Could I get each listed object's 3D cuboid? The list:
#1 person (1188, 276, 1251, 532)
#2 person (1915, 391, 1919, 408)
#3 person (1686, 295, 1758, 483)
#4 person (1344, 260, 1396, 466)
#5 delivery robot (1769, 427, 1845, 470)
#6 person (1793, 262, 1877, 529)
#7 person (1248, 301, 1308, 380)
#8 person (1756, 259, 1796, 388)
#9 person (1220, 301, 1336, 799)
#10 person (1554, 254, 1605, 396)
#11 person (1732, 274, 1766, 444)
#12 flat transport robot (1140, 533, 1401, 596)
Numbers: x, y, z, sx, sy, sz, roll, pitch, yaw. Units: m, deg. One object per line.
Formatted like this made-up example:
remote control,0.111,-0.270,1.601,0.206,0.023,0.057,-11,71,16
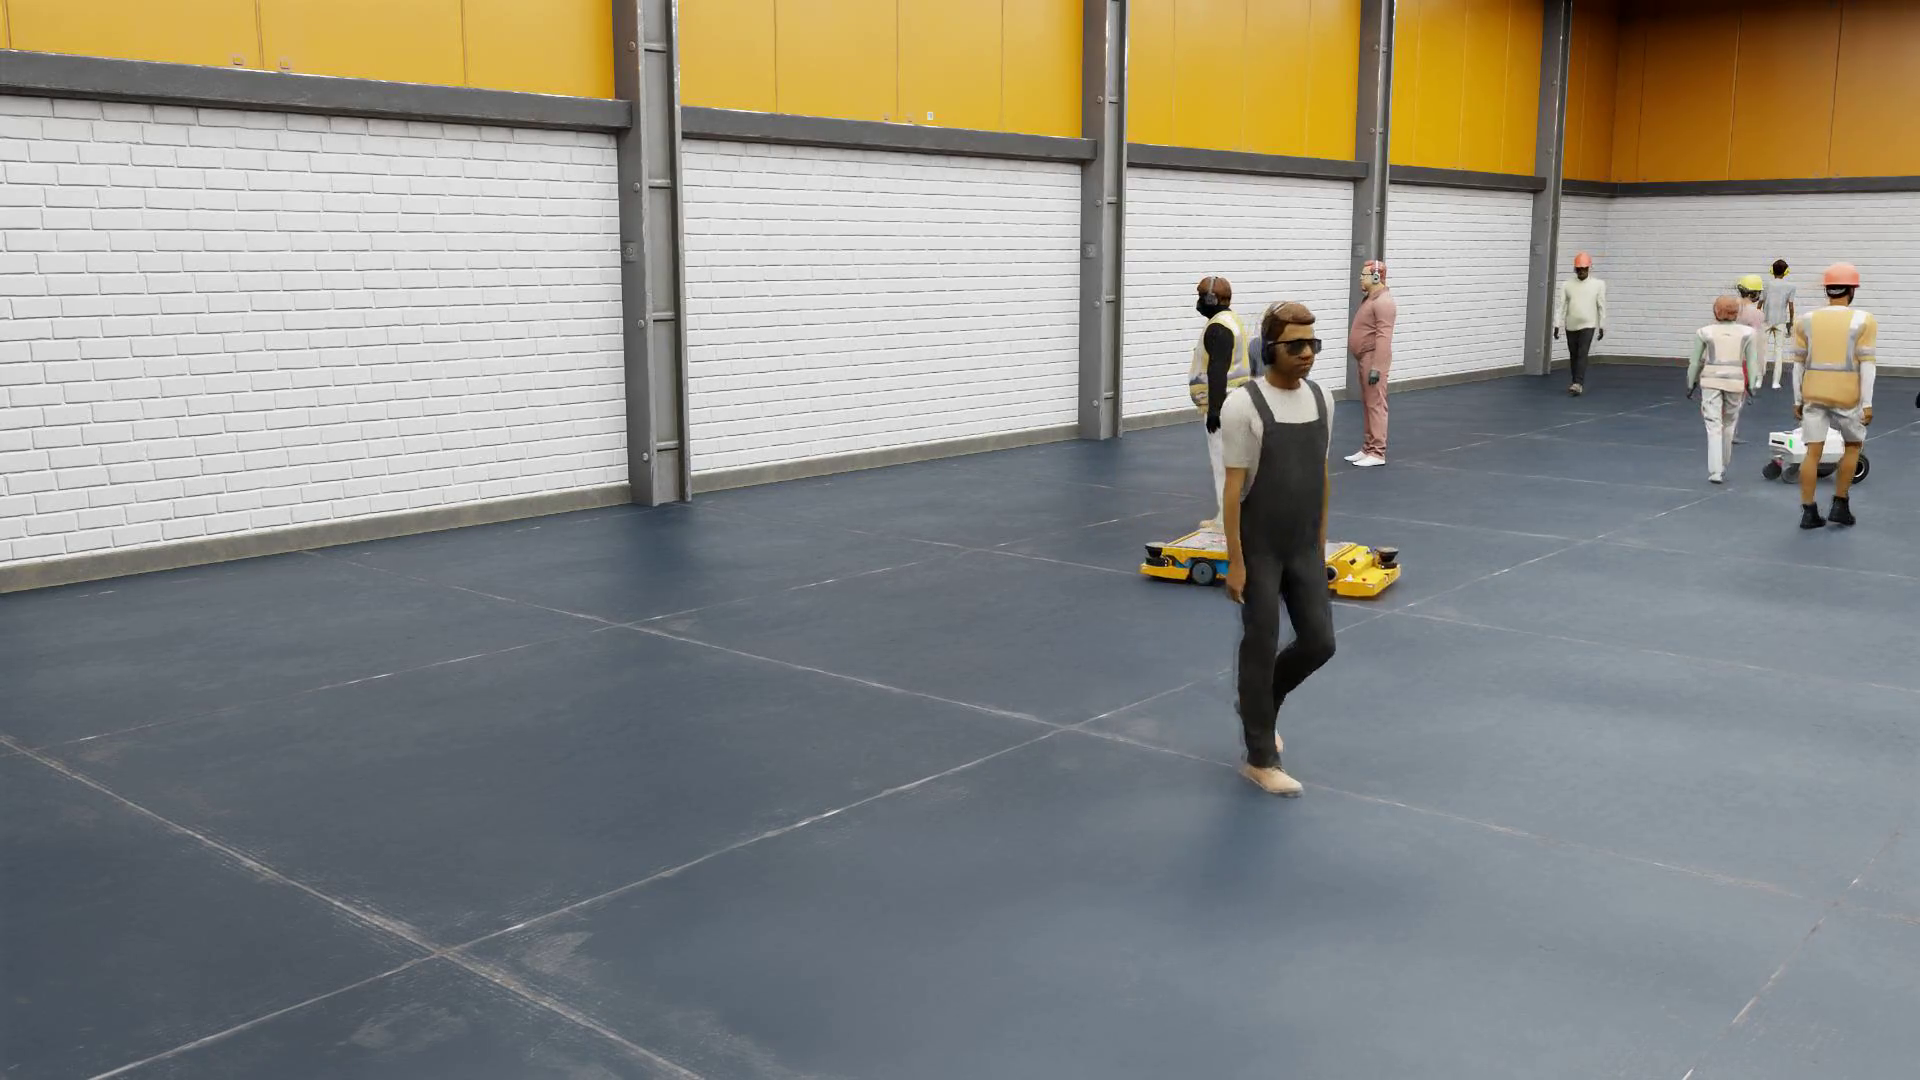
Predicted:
person,1.820,-0.929,11.692,0.433,1.834,0.632,3,10,15
person,7.881,-1.173,13.119,0.648,1.799,0.920,-1,10,-8
person,6.621,-1.323,14.521,0.544,1.599,0.817,2,10,13
person,3.824,-1.642,15.509,0.406,1.910,0.639,1,10,4
delivery robot,7.417,-0.824,14.431,0.707,0.478,0.477,-1,10,-8
person,6.343,-1.038,12.037,0.656,1.914,0.583,-9,14,-43
person,2.518,-1.048,12.997,0.764,1.604,0.512,-7,12,-34
person,11.761,-3.115,24.040,0.518,1.867,0.340,5,11,27
person,1.159,0.030,6.204,0.504,1.835,0.469,-5,11,-25
person,8.520,-2.958,22.919,0.639,1.933,1.045,5,11,28
person,8.114,-1.863,17.199,0.446,1.749,0.555,-2,10,-13
flat transport robot,1.882,0.127,10.093,1.431,0.197,0.652,5,11,27
